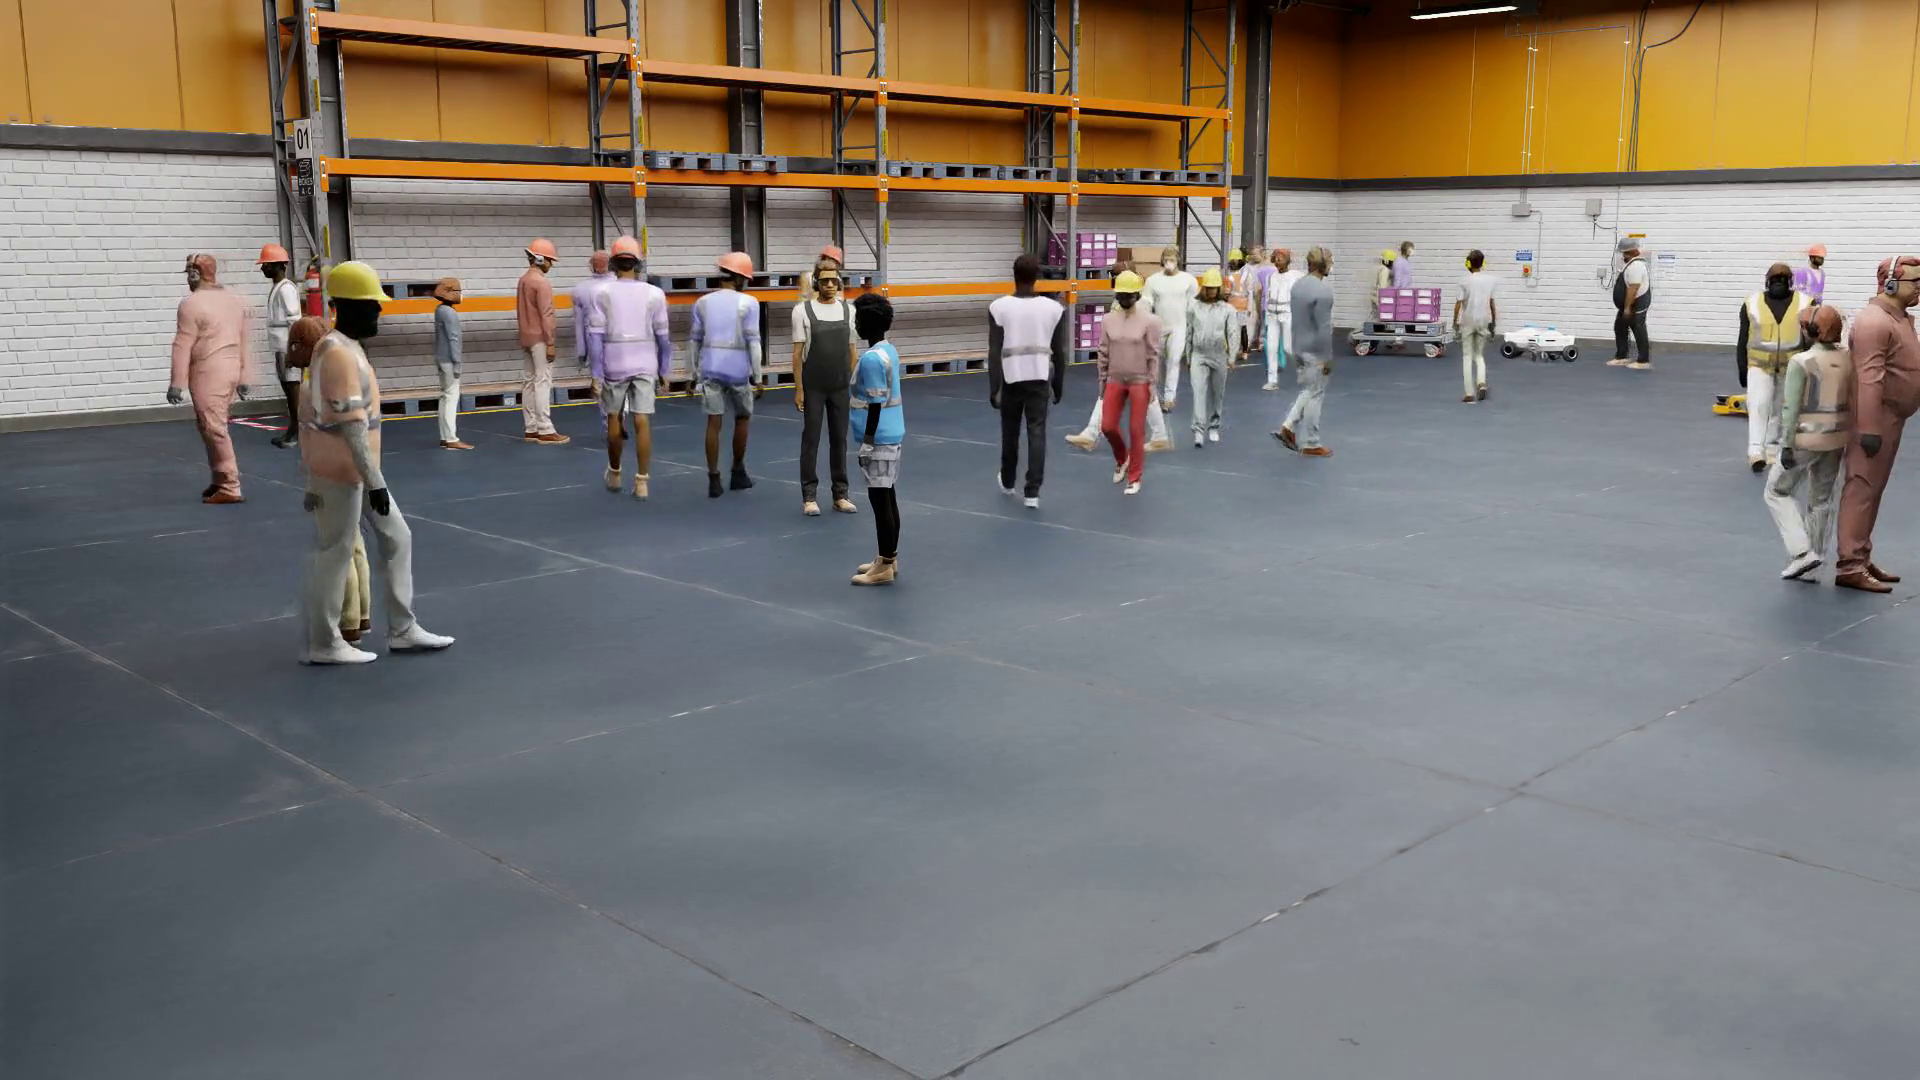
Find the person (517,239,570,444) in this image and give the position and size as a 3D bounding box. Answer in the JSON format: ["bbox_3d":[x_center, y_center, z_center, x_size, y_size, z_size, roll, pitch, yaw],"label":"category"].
[{"bbox_3d":[-4.092,-1.932,16.230,0.405,1.985,0.614,-8,13,-36],"label":"person"}]

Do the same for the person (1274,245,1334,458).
[{"bbox_3d":[3.212,-1.696,15.094,0.446,1.929,0.649,-3,11,-14],"label":"person"}]

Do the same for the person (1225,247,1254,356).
[{"bbox_3d":[4.613,-3.964,27.756,0.521,1.827,0.878,10,14,44],"label":"person"}]

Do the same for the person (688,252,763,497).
[{"bbox_3d":[-1.823,-1.303,13.071,0.654,1.881,0.802,2,11,12],"label":"person"}]

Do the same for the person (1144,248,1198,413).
[{"bbox_3d":[2.432,-2.446,19.340,0.644,1.886,1.048,3,11,17],"label":"person"}]

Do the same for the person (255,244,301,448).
[{"bbox_3d":[-6.463,-1.840,15.859,0.373,1.935,0.552,-6,12,-31],"label":"person"}]

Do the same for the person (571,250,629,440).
[{"bbox_3d":[-3.422,-1.875,16.210,0.684,1.879,0.538,0,10,2],"label":"person"}]

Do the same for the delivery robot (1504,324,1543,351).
[{"bbox_3d":[9.364,-3.318,27.433,0.707,0.478,0.477,7,12,32],"label":"delivery robot"}]

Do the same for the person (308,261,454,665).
[{"bbox_3d":[-2.737,-0.342,7.795,0.809,1.893,0.604,-3,11,-15],"label":"person"}]

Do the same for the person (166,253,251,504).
[{"bbox_3d":[-5.723,-1.207,12.547,0.634,1.889,0.657,1,10,8],"label":"person"}]

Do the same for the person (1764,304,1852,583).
[{"bbox_3d":[4.936,-0.546,9.644,0.528,1.627,0.359,-3,11,-16],"label":"person"}]

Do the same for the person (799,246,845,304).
[{"bbox_3d":[-1.668,-2.590,20.112,0.591,1.888,0.381,-4,11,-21],"label":"person"}]

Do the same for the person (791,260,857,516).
[{"bbox_3d":[-0.966,-1.100,12.075,0.509,1.846,0.342,-5,12,-26],"label":"person"}]

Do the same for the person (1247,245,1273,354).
[{"bbox_3d":[5.116,-4.123,28.567,0.640,1.836,1.033,4,11,23],"label":"person"}]

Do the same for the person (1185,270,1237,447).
[{"bbox_3d":[2.423,-1.758,16.099,0.494,1.687,0.934,1,10,7],"label":"person"}]

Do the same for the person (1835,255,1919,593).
[{"bbox_3d":[5.304,-0.668,9.553,0.400,1.910,0.643,8,13,38],"label":"person"}]

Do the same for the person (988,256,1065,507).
[{"bbox_3d":[0.500,-1.216,12.656,0.608,1.859,1.019,-1,10,-7],"label":"person"}]

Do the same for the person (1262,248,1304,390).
[{"bbox_3d":[4.284,-2.909,21.902,0.585,1.860,0.770,9,14,41],"label":"person"}]

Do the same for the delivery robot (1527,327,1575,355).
[{"bbox_3d":[9.482,-3.182,26.693,0.707,0.478,0.477,-3,11,-15],"label":"delivery robot"}]

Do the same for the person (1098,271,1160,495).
[{"bbox_3d":[1.323,-1.227,13.042,0.524,1.754,0.422,5,11,24],"label":"person"}]

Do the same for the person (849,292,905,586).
[{"bbox_3d":[-0.485,-0.584,9.664,0.318,1.698,0.533,1,10,6],"label":"person"}]

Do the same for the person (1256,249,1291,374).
[{"bbox_3d":[4.645,-3.355,24.445,0.590,1.814,0.776,3,11,14],"label":"person"}]

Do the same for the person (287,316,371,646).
[{"bbox_3d":[-3.125,-0.288,8.229,0.287,1.631,0.501,0,10,-2],"label":"person"}]

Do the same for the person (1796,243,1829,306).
[{"bbox_3d":[12.493,-3.422,24.584,0.549,1.910,0.858,-4,11,-19],"label":"person"}]

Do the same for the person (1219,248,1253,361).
[{"bbox_3d":[4.442,-3.803,26.885,0.608,1.816,0.516,5,12,26],"label":"person"}]

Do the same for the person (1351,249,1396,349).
[{"bbox_3d":[7.416,-4.274,29.557,0.874,1.788,0.653,0,10,-2],"label":"person"}]

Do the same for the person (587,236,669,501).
[{"bbox_3d":[-2.584,-1.335,12.914,0.627,2.004,0.907,-4,11,-20],"label":"person"}]

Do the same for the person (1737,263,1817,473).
[{"bbox_3d":[7.016,-1.474,14.307,0.620,1.781,1.002,4,11,21],"label":"person"}]

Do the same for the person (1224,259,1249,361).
[{"bbox_3d":[4.469,-3.738,26.863,0.540,1.695,0.317,-5,11,-25],"label":"person"}]

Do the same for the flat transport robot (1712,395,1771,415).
[{"bbox_3d":[9.143,-1.465,18.359,0.652,0.197,1.431,-5,12,-27],"label":"flat transport robot"}]

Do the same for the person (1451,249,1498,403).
[{"bbox_3d":[6.202,-2.573,20.084,0.566,1.853,0.389,-1,10,-3],"label":"person"}]

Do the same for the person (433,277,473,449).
[{"bbox_3d":[-4.838,-1.672,15.799,0.277,1.625,0.500,-6,12,-31],"label":"person"}]

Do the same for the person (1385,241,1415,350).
[{"bbox_3d":[7.825,-4.302,29.320,0.432,1.923,0.660,7,12,33],"label":"person"}]

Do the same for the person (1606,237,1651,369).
[{"bbox_3d":[10.178,-3.617,25.269,0.735,2.000,0.703,3,11,13],"label":"person"}]

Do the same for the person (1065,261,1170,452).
[{"bbox_3d":[1.518,-1.694,15.489,1.000,1.781,0.641,-2,11,-10],"label":"person"}]
